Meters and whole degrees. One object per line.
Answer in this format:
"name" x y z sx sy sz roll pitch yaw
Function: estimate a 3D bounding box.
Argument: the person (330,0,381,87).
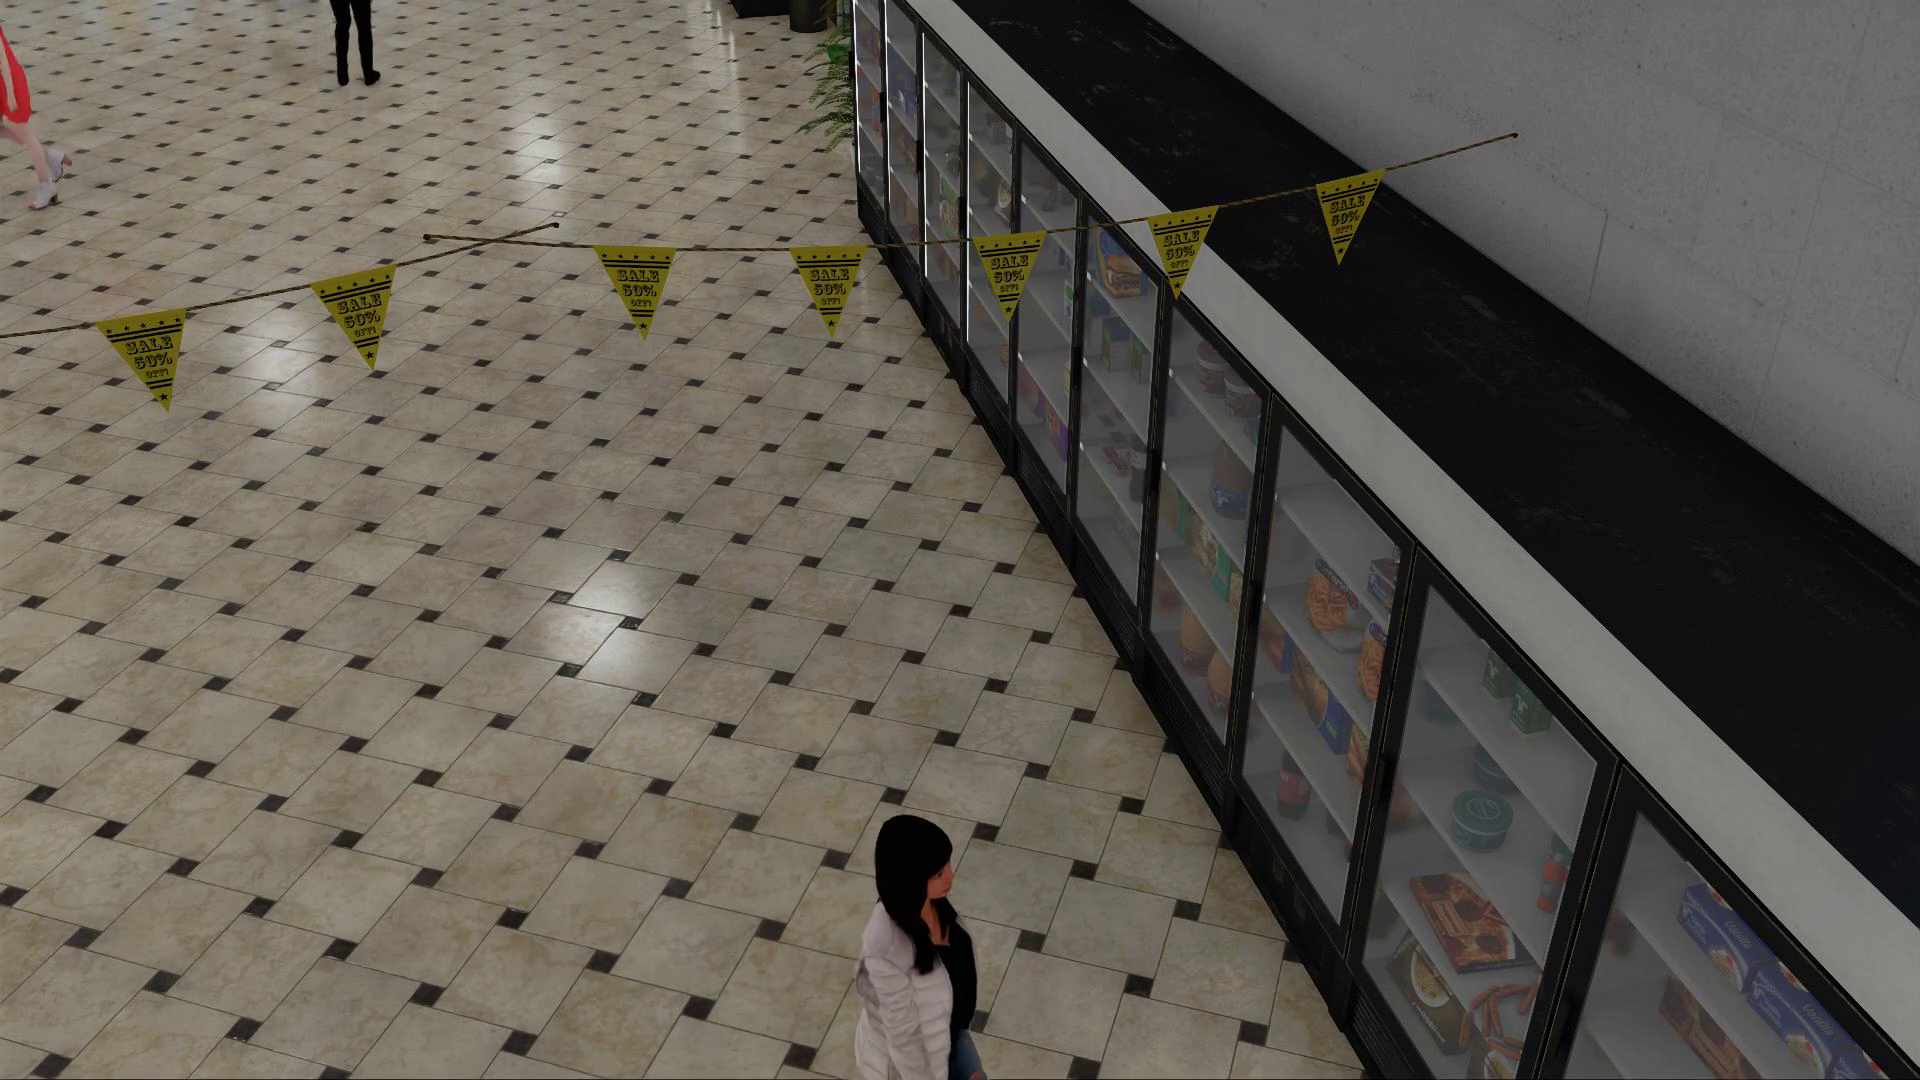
"person" -5.507 -4.974 14.867 0.909 1.876 0.885 -1 32 -1

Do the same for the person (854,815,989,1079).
"person" -0.199 1.428 4.816 0.772 1.625 0.731 12 34 18

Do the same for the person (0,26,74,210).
"person" -6.997 -3.365 12.345 0.836 1.809 0.906 20 37 29
